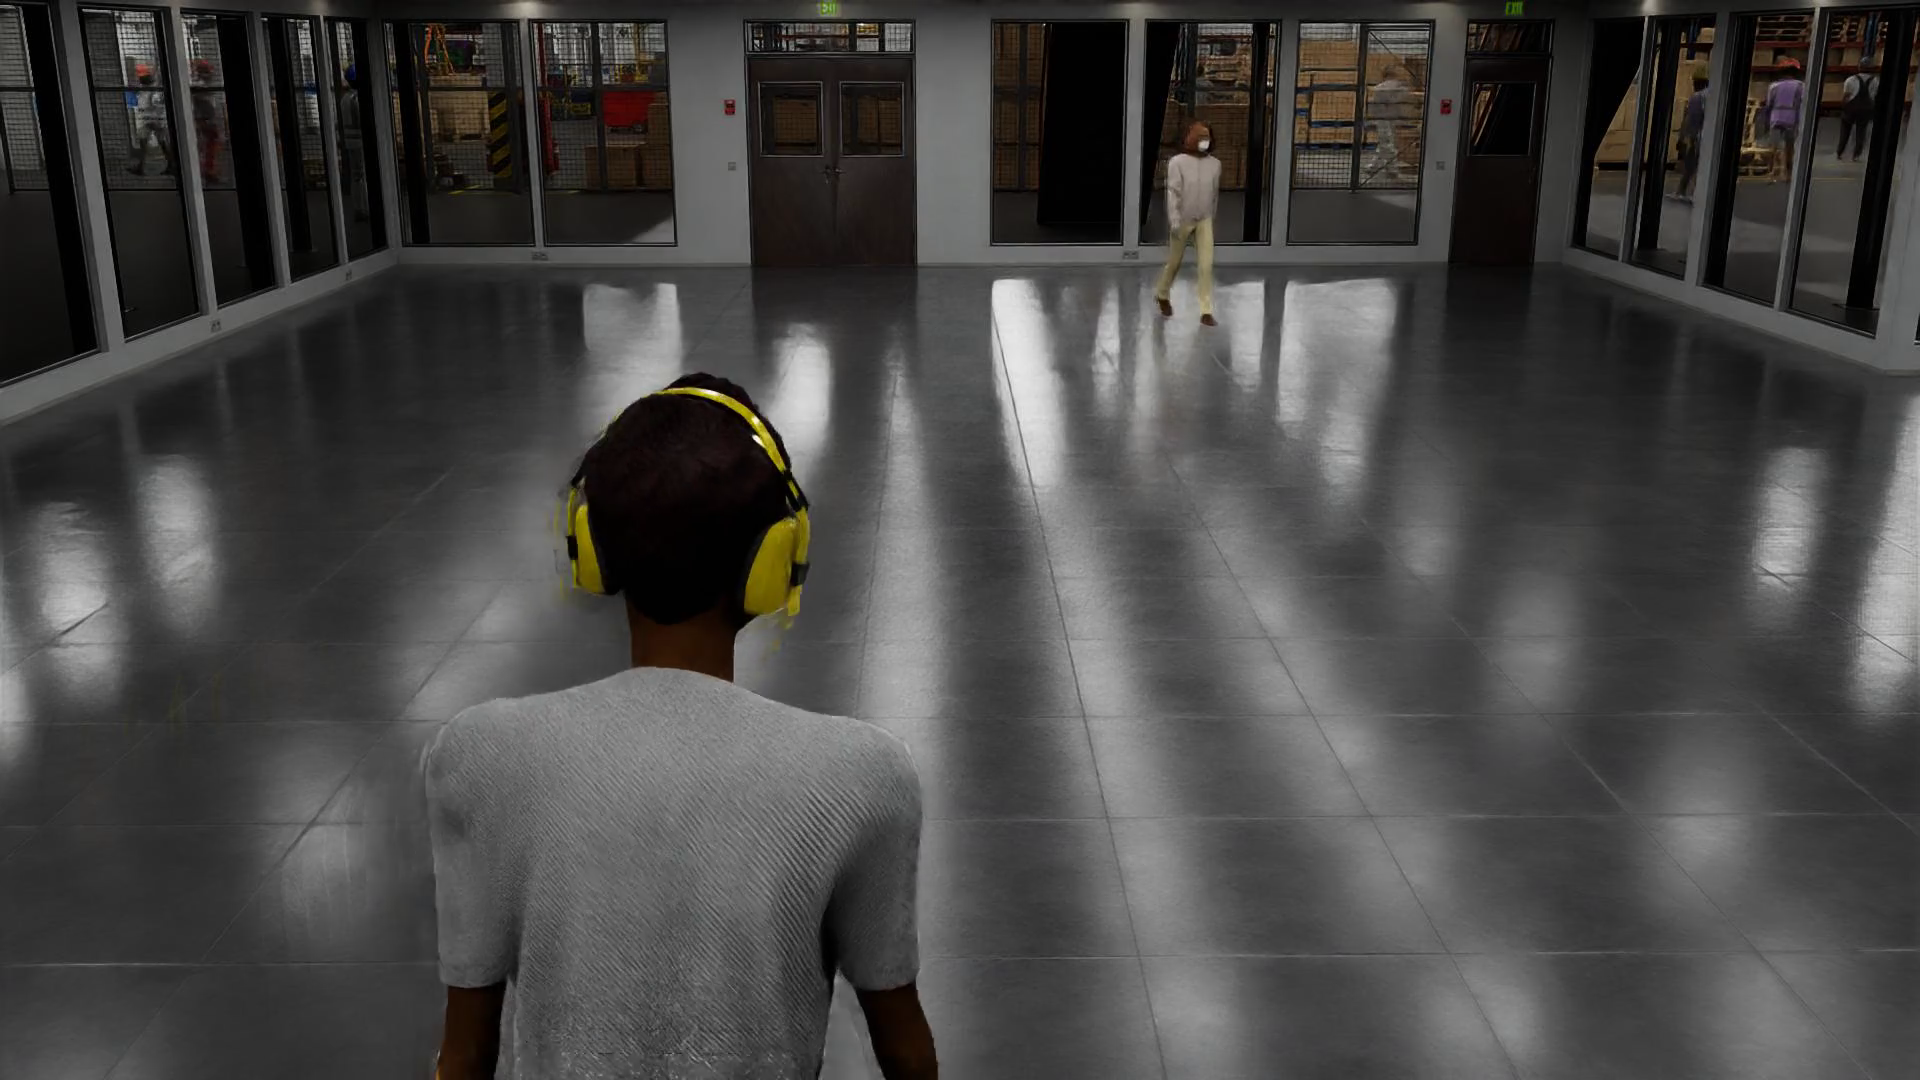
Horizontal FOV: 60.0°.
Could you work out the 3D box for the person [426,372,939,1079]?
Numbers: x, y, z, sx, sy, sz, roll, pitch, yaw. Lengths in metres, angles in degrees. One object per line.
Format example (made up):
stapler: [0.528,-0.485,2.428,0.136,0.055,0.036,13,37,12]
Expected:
person: [-0.280,0.740,1.770,0.518,1.810,1.000,2,17,8]

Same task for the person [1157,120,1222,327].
person: [1.833,-2.547,13.309,0.497,1.600,0.809,-5,17,-17]
